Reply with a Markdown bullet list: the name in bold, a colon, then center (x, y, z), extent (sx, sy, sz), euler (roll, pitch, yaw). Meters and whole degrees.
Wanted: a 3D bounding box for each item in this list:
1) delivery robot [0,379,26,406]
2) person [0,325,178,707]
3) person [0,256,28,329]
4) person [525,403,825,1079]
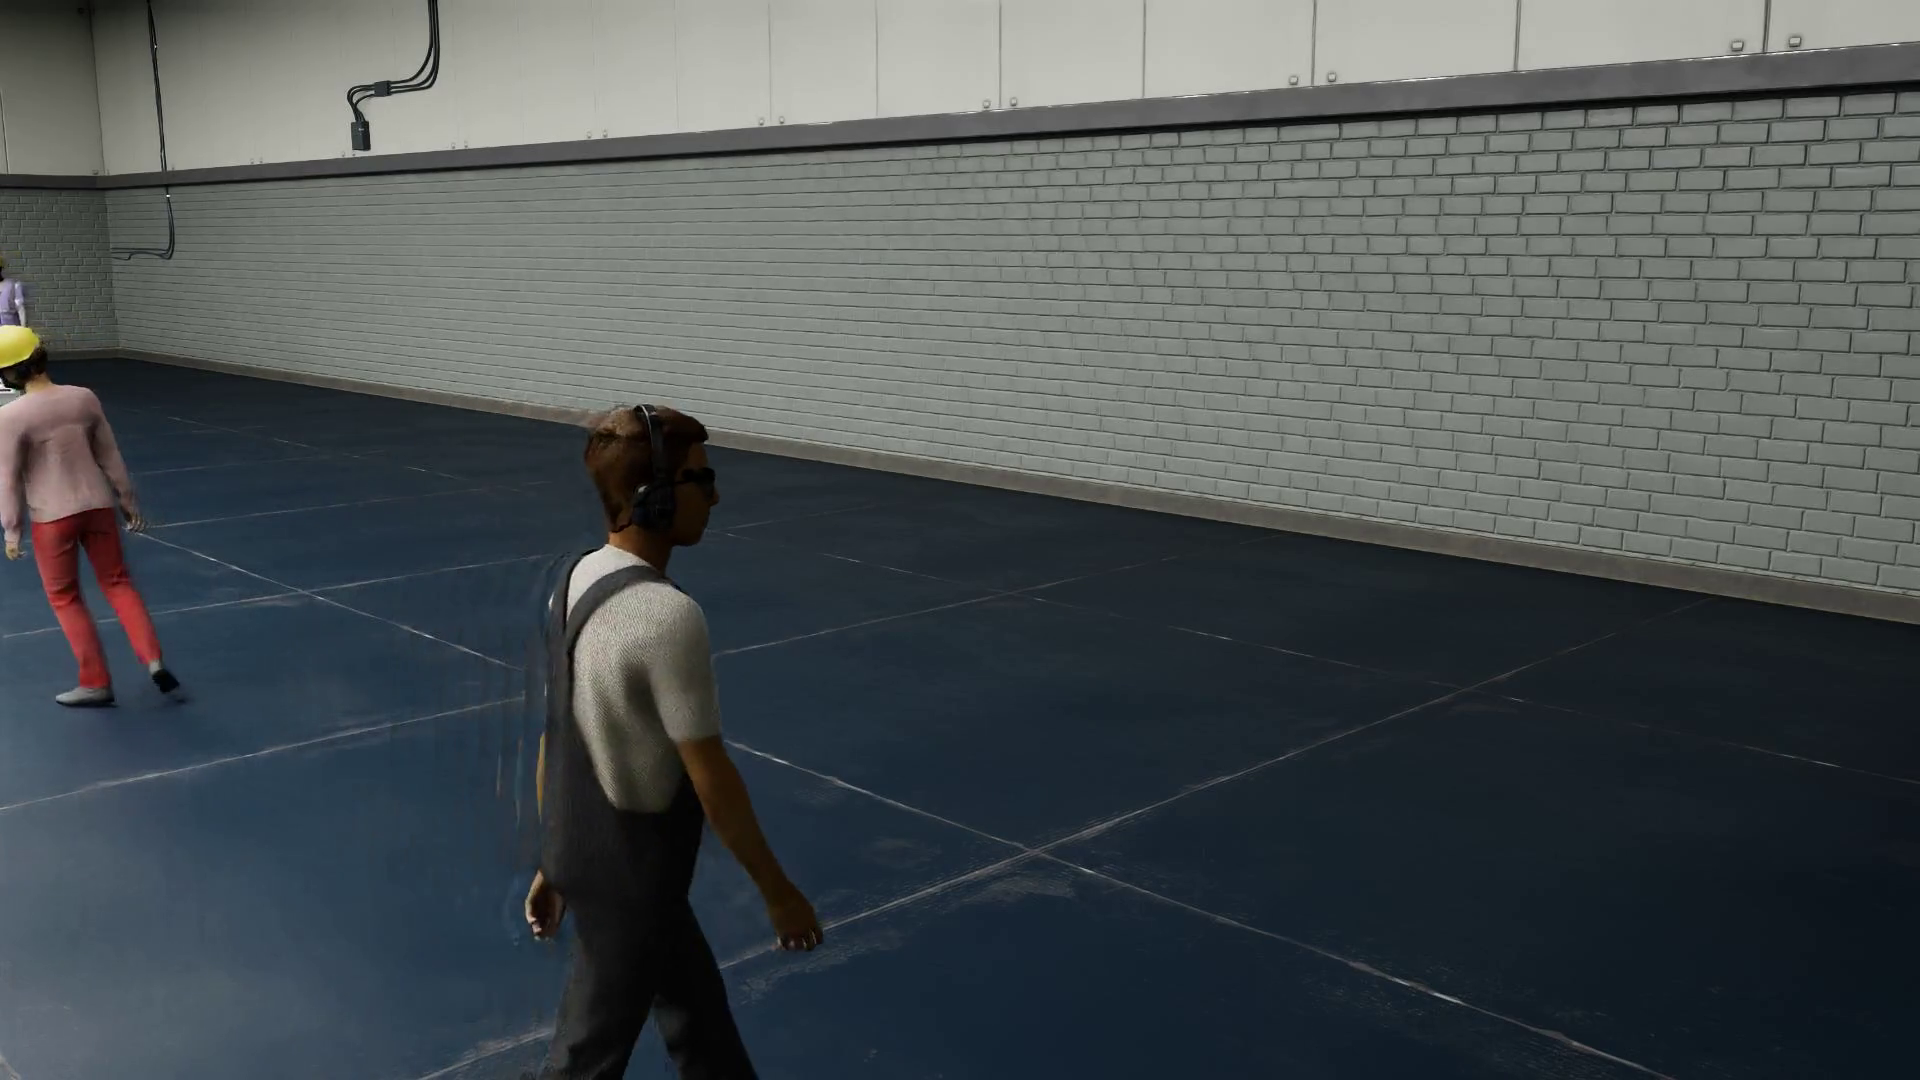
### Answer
- **delivery robot**: center (-11.185, -1.757, 19.525), extent (0.477, 0.478, 0.707), euler (-4, 11, -21)
- **person**: center (-3.935, -0.097, 7.412), extent (0.620, 1.719, 0.582), euler (5, 11, 25)
- **person**: center (-12.083, -2.681, 21.025), extent (0.586, 1.902, 0.855), euler (-4, 11, -18)
- **person**: center (-0.579, 0.641, 3.203), extent (0.947, 1.799, 0.515), euler (-6, 12, -28)
